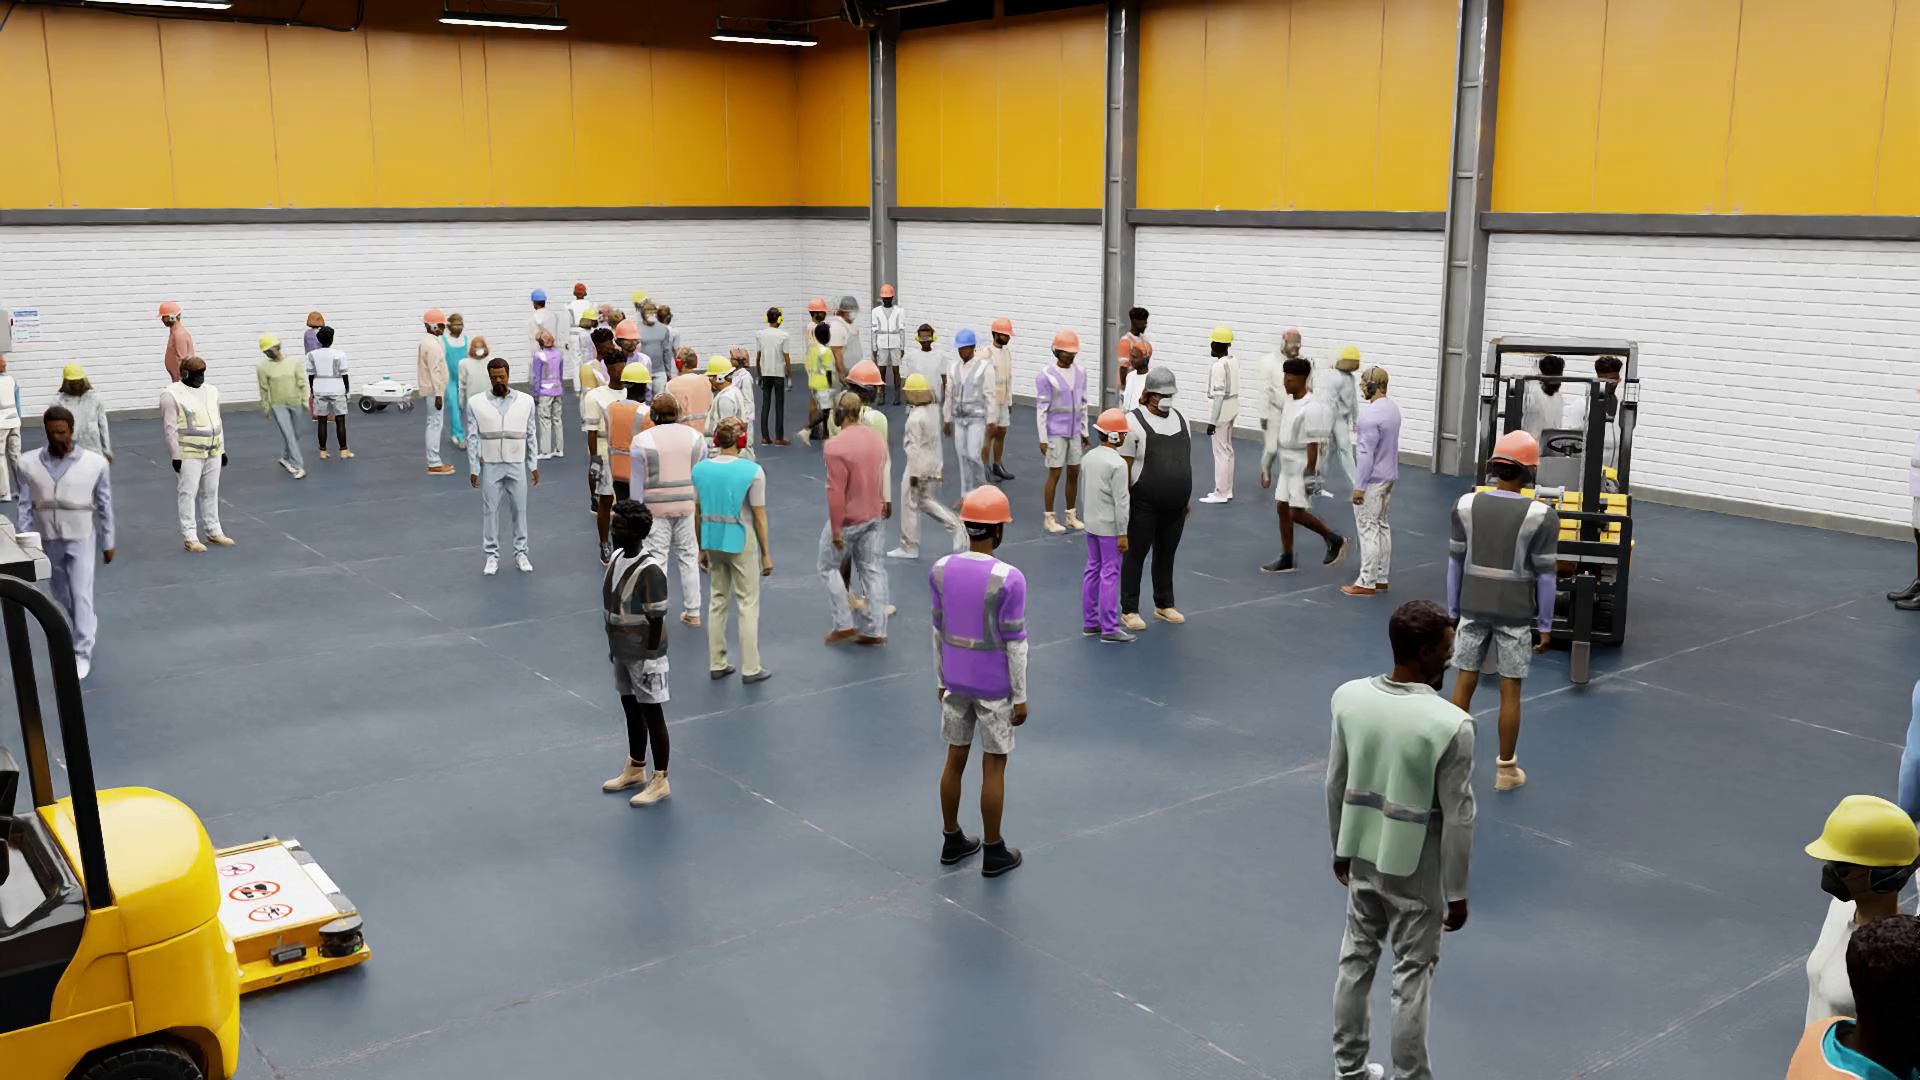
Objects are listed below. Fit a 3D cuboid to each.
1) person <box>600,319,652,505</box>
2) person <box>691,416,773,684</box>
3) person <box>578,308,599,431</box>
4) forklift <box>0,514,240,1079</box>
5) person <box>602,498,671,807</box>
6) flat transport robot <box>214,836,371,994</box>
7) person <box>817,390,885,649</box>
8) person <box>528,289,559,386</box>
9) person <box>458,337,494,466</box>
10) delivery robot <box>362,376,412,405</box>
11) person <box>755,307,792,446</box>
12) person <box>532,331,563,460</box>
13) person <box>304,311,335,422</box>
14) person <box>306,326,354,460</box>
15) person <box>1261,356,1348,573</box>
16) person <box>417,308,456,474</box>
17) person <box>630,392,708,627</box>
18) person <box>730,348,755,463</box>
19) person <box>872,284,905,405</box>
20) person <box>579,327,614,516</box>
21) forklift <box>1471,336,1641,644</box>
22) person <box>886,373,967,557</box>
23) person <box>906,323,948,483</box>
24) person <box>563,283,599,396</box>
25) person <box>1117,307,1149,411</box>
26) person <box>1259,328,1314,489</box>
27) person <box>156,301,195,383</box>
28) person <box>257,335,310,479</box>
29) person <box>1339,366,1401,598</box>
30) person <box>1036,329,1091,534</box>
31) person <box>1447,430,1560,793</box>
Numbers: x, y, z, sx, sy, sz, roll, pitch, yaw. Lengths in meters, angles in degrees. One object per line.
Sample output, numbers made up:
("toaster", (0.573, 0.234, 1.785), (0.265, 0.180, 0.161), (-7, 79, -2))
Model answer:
("person", (-3.461, -1.292, 17.467), (0.609, 2.043, 0.397), (-11, 16, -43))
("person", (-1.567, 0.077, 11.365), (0.575, 1.833, 0.400), (6, 13, 26))
("person", (-5.261, -2.422, 23.669), (0.322, 1.738, 0.488), (-1, 12, -3))
("forklift", (-3.687, 1.115, 5.480), (2.313, 2.155, 1.214), (-9, 15, -36))
("person", (-1.782, 0.607, 9.134), (0.318, 1.700, 0.535), (-9, 15, -38))
("flat transport robot", (-3.220, 1.655, 7.540), (0.652, 0.197, 1.431), (-8, 14, -35))
("person", (-0.810, -0.142, 12.228), (0.593, 1.921, 0.634), (9, 15, 37))
("person", (-6.281, -2.810, 25.088), (0.430, 1.933, 0.618), (7, 14, 31))
("person", (-5.953, -1.726, 20.674), (0.509, 1.582, 0.857), (-5, 13, -23))
("delivery robot", (-8.848, -2.294, 25.694), (0.707, 0.478, 0.477), (1, 12, 5))
("person", (-2.487, -2.179, 22.214), (0.523, 1.858, 0.337), (4, 12, 18))
("person", (-5.216, -1.836, 21.100), (0.324, 1.631, 0.524), (6, 13, 26))
("person", (-9.470, -2.562, 24.591), (0.499, 1.636, 0.286), (7, 14, 31))
("person", (-7.959, -1.852, 21.014), (0.539, 1.696, 0.317), (0, 12, 0))
("person", (3.041, -0.646, 14.606), (0.636, 1.948, 0.604), (-2, 12, -12))
("person", (-6.283, -1.778, 19.958), (0.405, 1.990, 0.617), (-5, 13, -24))
("person", (-2.242, -0.220, 12.805), (0.623, 1.835, 0.429), (-7, 14, -31))
("person", (-2.453, -1.338, 18.670), (0.307, 1.641, 0.513), (-5, 13, -24))
("person", (-1.138, -3.097, 26.479), (0.539, 1.929, 0.387), (0, 12, 1))
("person", (-3.723, -1.246, 17.430), (0.366, 1.967, 0.603), (4, 12, 19))
("forklift", (4.683, -0.471, 13.136), (1.214, 2.155, 2.313), (4, 12, 20))
("person", (-0.318, -0.672, 15.244), (0.688, 1.720, 0.494), (4, 12, 17))
("person", (-0.378, -1.591, 19.366), (0.511, 1.862, 0.325), (0, 12, 1))
("person", (-6.296, -3.335, 27.725), (0.583, 1.882, 0.350), (-4, 12, -17))
("person", (2.186, -1.953, 20.898), (0.395, 1.953, 0.645), (6, 13, 28))
("person", (3.598, -1.410, 18.409), (0.645, 1.885, 0.594), (-2, 12, -8))
("person", (-10.062, -2.082, 21.441), (0.403, 1.982, 0.626), (-6, 13, -28))
("person", (-8.042, -1.597, 19.786), (0.526, 1.693, 0.795), (-9, 14, -36))
("person", (3.446, -0.482, 13.851), (0.379, 1.929, 0.636), (8, 14, 33))
("person", (1.039, -1.064, 16.408), (0.618, 2.028, 0.409), (-9, 14, -36))
("person", (3.039, 0.397, 9.354), (0.608, 2.035, 0.421), (9, 15, 37))
